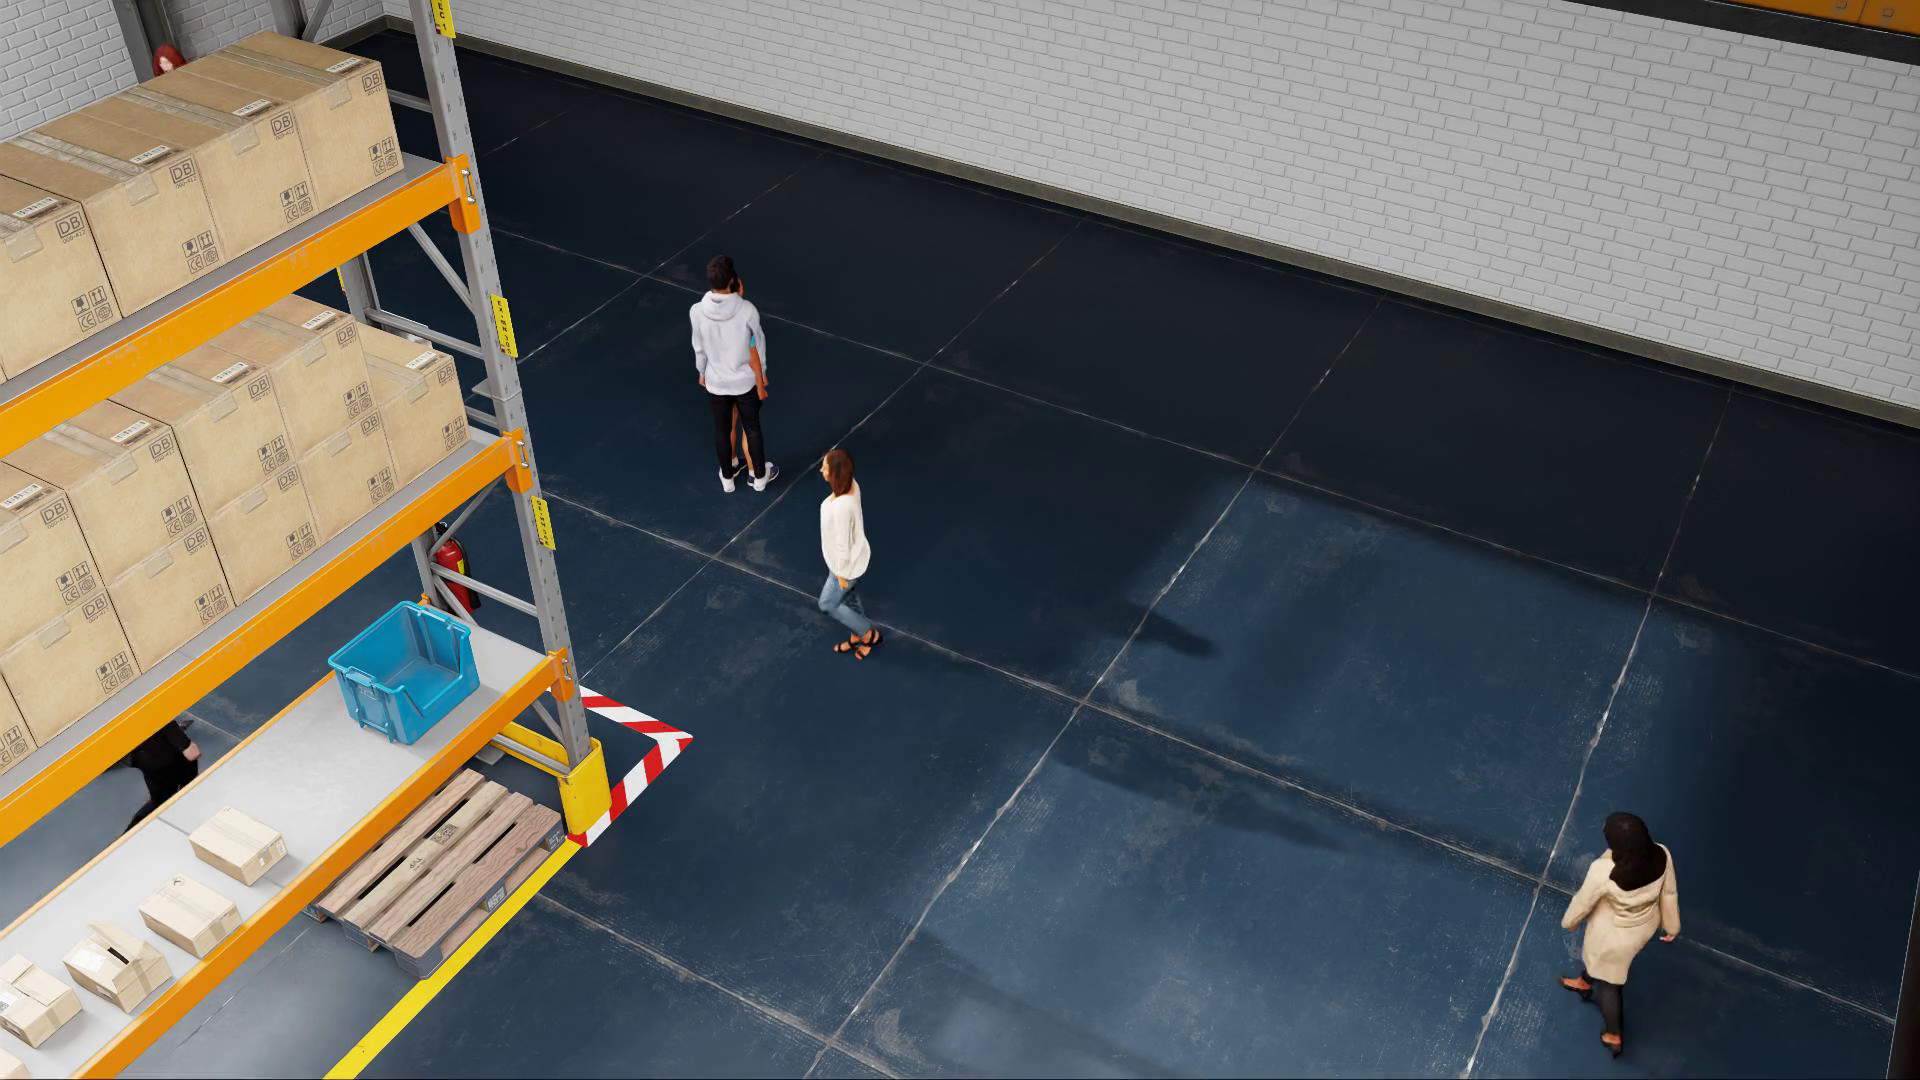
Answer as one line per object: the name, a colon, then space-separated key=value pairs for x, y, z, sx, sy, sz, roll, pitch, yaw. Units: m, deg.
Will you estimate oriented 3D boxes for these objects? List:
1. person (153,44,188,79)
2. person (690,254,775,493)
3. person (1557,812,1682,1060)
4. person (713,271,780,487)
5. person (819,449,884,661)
person: x=-7.099 y=-3.793 z=15.533 sx=0.687 sy=1.805 sz=0.746 roll=13 pitch=40 yaw=16
person: x=-1.671 y=-1.198 z=12.184 sx=0.765 sy=1.929 sz=0.762 roll=0 pitch=39 yaw=0
person: x=3.367 y=2.023 z=8.387 sx=0.912 sy=1.634 sz=0.970 roll=-5 pitch=39 yaw=-6
person: x=-1.646 y=-1.194 z=12.302 sx=0.650 sy=1.776 sz=0.579 roll=28 pitch=46 yaw=30
person: x=-0.649 y=0.127 z=10.731 sx=0.816 sy=1.671 sz=0.723 roll=1 pitch=39 yaw=1
